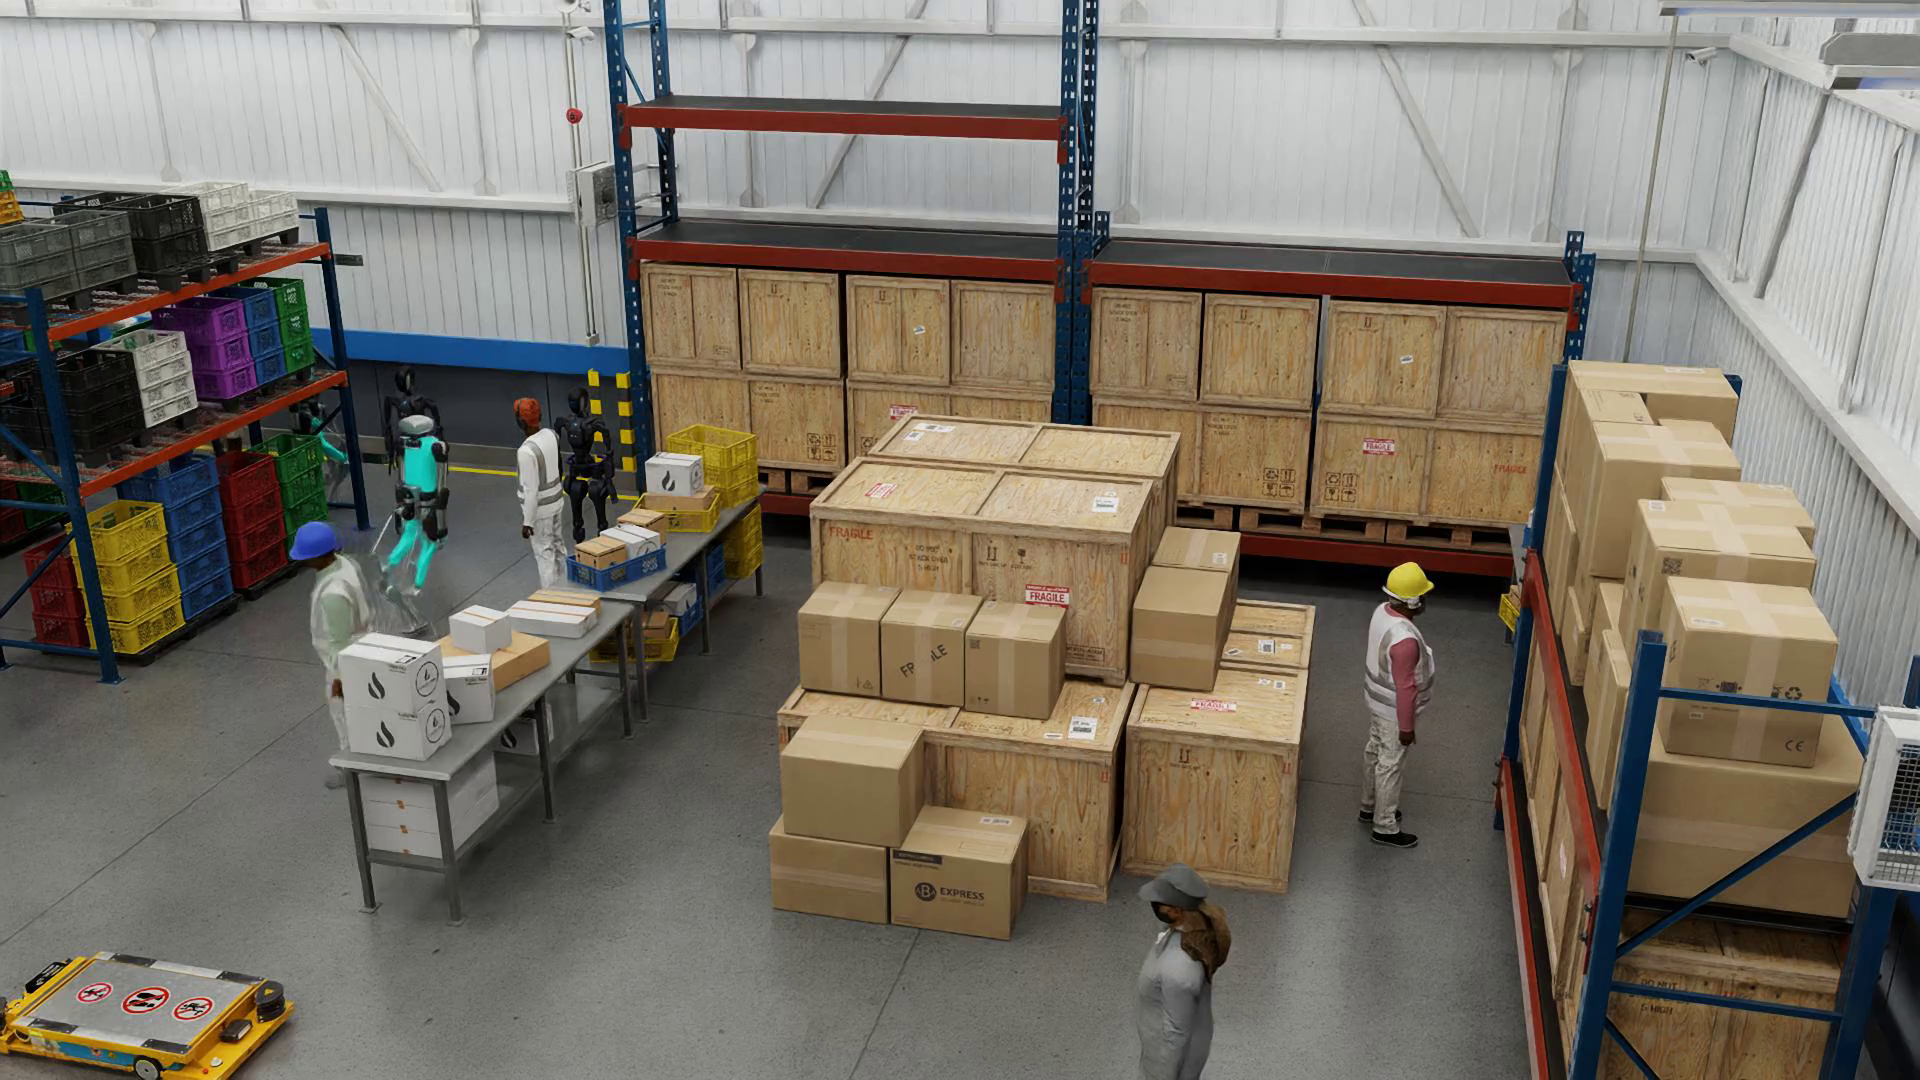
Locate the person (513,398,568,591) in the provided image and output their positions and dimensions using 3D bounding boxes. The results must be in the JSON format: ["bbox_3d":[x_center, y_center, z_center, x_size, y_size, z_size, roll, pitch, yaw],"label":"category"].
[{"bbox_3d":[-3.382,-0.241,13.414,0.358,1.885,0.572,4,21,10],"label":"person"}]

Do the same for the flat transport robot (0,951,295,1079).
[{"bbox_3d":[-4.270,2.464,8.601,1.431,0.231,0.659,5,22,13],"label":"flat transport robot"}]

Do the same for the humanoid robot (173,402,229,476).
[{"bbox_3d":[-7.602,-1.282,16.463,0.608,1.643,0.451,-4,21,-9],"label":"humanoid robot"}]

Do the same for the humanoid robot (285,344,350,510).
[{"bbox_3d":[-6.108,-1.105,15.900,0.771,1.794,0.542,1,21,4],"label":"humanoid robot"}]

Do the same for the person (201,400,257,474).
[{"bbox_3d":[-7.098,-1.373,16.186,0.536,2.021,0.620,-19,28,-40],"label":"person"}]

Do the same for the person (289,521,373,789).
[{"bbox_3d":[-3.940,0.739,10.797,0.564,1.921,0.634,-5,22,-14],"label":"person"}]

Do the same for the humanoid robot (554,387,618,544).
[{"bbox_3d":[-3.243,-0.530,14.438,0.599,1.657,0.315,5,22,13],"label":"humanoid robot"}]

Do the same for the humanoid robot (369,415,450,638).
[{"bbox_3d":[-4.375,-0.026,13.141,0.545,1.823,0.813,11,24,27],"label":"humanoid robot"}]

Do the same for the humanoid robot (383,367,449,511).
[{"bbox_3d":[-4.946,-0.772,15.101,0.596,1.638,0.572,2,21,6],"label":"humanoid robot"}]

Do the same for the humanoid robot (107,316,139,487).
[{"bbox_3d":[-8.383,-1.313,16.486,0.760,1.820,0.544,0,21,1],"label":"humanoid robot"}]

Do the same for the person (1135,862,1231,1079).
[{"bbox_3d":[0.946,2.187,7.221,0.399,1.768,0.573,5,21,13],"label":"person"}]

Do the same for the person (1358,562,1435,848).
[{"bbox_3d":[2.691,1.001,10.228,0.404,1.836,0.599,-1,21,-2],"label":"person"}]
